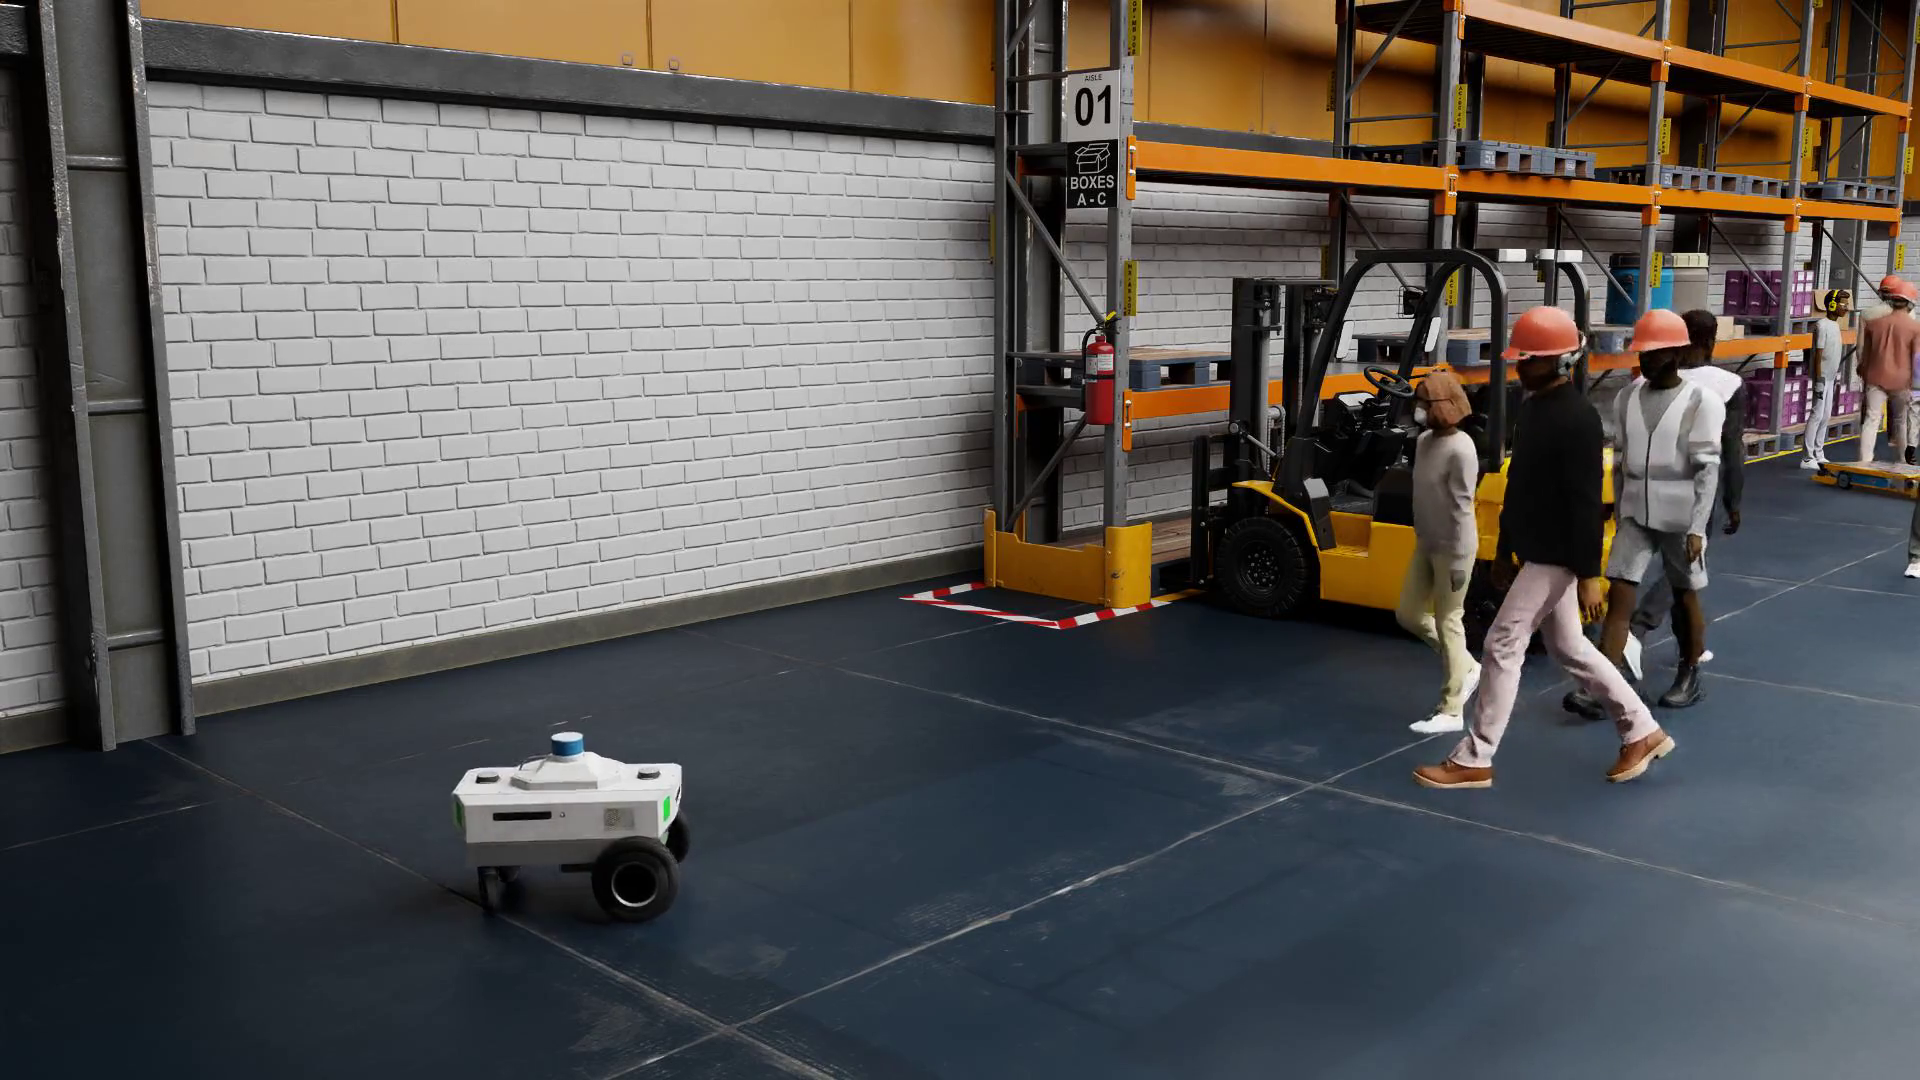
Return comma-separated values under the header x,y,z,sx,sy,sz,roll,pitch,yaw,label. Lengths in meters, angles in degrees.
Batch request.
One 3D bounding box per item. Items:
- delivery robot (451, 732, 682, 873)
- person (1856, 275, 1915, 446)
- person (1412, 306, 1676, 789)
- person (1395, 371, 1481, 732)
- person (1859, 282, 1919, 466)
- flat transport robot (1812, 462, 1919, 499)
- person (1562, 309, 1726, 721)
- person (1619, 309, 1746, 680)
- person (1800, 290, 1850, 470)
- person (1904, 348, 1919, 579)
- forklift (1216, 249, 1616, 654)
x,y,z,sx,sy,sz,roll,pitch,yaw,label
-1.275,0.872,5.424,0.707,0.478,0.477,-1,9,-5,delivery robot
10.840,-2.095,19.496,0.608,1.996,0.379,7,12,36,person
2.388,0.045,6.574,1.035,1.934,0.607,1,9,3,person
2.180,0.059,7.423,0.407,1.621,0.513,-2,9,-12,person
9.145,-1.551,16.330,1.038,1.939,0.626,-8,12,-41,person
8.687,-0.566,15.393,0.652,0.197,1.431,-2,10,-13,flat transport robot
3.190,-0.107,7.637,0.990,1.882,0.563,-7,12,-39,person
3.638,-0.235,8.488,0.871,1.878,0.616,-7,12,-38,person
8.947,-1.646,17.170,0.508,1.860,0.334,-9,13,-44,person
6.611,-0.679,11.033,0.594,1.922,0.385,4,10,23,person
2.710,-0.584,9.626,2.313,2.155,1.214,9,13,43,forklift
